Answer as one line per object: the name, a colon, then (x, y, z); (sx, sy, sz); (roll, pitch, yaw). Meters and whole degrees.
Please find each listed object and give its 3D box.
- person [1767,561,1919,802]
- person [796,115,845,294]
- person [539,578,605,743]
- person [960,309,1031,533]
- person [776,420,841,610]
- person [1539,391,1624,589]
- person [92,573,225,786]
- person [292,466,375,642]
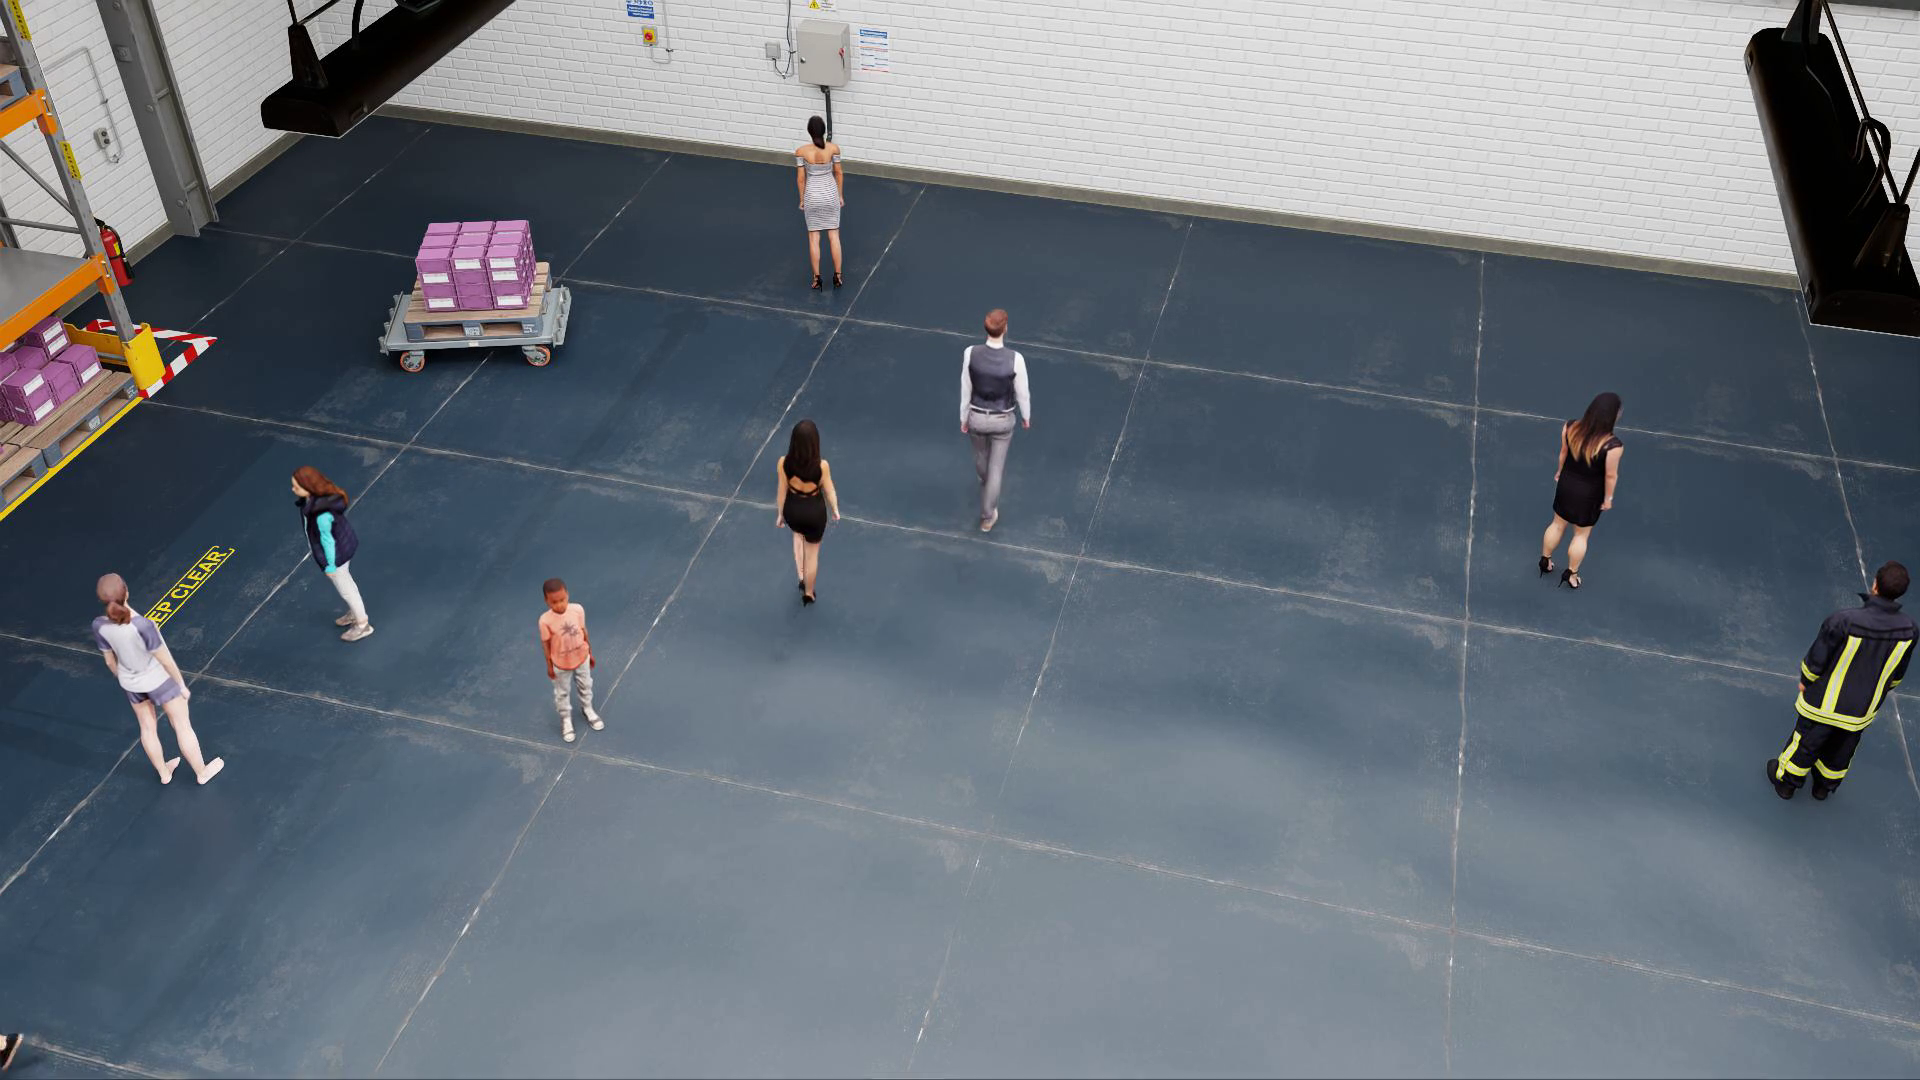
person: (5.702, 0.931, 10.695); (0.815, 1.928, 0.705); (4, 39, 5)
person: (-1.330, -3.234, 15.997); (0.668, 1.820, 0.664); (-6, 39, -8)
person: (-2.681, 0.786, 11.372); (0.559, 1.310, 0.617); (-19, 42, -22)
person: (0.235, -0.906, 13.001); (0.669, 1.922, 0.982); (9, 39, 11)
person: (-1.154, -0.123, 12.250); (0.631, 1.637, 0.593); (5, 39, 6)
person: (4.670, -0.373, 12.497); (0.788, 1.718, 0.753); (-26, 46, -29)
person: (-5.294, 0.918, 10.839); (0.621, 1.769, 0.613); (2, 39, 3)
person: (-4.561, 0.073, 12.114); (0.735, 1.498, 0.676); (-21, 43, -24)
